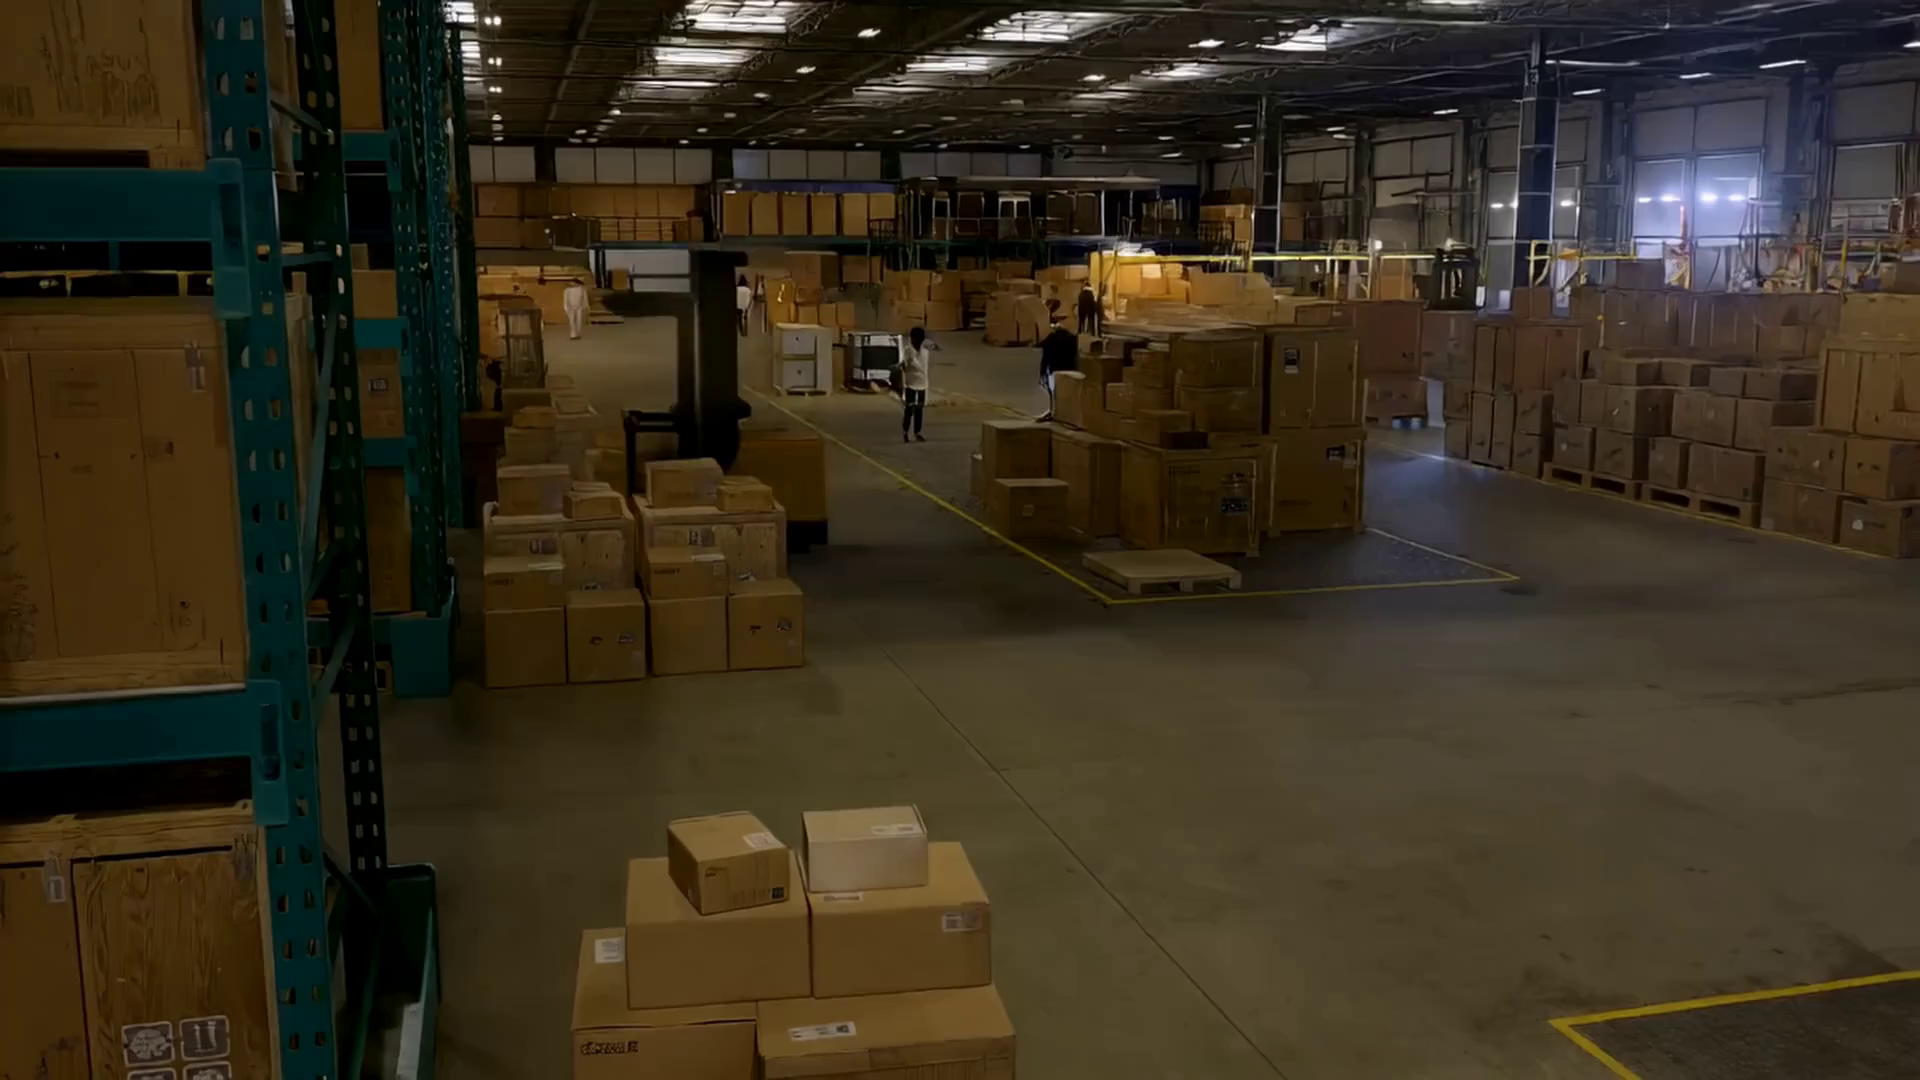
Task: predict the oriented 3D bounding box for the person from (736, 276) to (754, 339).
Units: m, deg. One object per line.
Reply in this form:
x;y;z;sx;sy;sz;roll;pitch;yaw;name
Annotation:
-6.718;-7.274;52.013;0.634;1.938;0.735;4;11;24;person

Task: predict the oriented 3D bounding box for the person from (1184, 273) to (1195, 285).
8.543;-9.026;62.165;0.531;1.866;0.595;10;14;44;person

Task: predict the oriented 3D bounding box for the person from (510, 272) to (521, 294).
-19.795;-11.071;74.119;0.499;1.726;0.384;-2;10;-14;person

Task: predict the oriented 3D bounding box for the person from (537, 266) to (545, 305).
-18.983;-11.438;75.503;0.426;1.984;0.628;-2;10;-12;person

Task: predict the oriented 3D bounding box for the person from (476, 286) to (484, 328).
-17.189;-8.317;58.914;0.845;1.592;0.506;4;11;22;person

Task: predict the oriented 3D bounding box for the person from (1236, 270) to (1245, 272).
15.711;-14.436;92.910;0.629;1.820;0.564;-5;11;-27;person

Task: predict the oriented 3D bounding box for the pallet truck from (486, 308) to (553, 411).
-6.242;-2.418;24.362;0.823;1.965;1.885;1;10;3;pallet truck

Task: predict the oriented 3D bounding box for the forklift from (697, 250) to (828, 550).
-2.252;-1.330;15.705;1.873;2.768;1.129;-2;10;-12;forklift

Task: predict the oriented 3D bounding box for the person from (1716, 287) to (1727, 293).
17.881;-5.004;39.253;0.661;1.901;0.917;2;10;10;person

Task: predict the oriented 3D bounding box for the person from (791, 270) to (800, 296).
-6.932;-10.275;69.134;0.560;1.896;0.931;0;10;0;person

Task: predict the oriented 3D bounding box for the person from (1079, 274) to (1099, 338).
4.002;-7.333;52.073;0.703;2.000;0.901;4;11;19;person

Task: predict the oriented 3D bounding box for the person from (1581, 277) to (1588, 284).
19.460;-7.313;52.312;0.608;1.913;0.608;7;12;35;person

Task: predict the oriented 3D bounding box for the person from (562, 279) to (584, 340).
-12.002;-7.156;51.589;0.663;1.862;0.959;-4;11;-22;person

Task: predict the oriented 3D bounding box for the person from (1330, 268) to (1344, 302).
18.113;-12.195;80.185;0.554;1.839;0.756;-10;14;-44;person

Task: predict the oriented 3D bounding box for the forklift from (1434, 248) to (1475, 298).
11.973;-5.695;40.421;1.129;2.768;1.873;3;10;16;forklift

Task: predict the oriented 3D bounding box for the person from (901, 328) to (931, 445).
-0.636;-2.226;24.118;0.536;1.699;0.322;-10;14;-43;person

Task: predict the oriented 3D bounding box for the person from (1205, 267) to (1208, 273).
11.431;-11.685;77.074;0.392;1.915;0.590;9;13;42;person

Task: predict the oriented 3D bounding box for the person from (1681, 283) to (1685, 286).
20.462;-6.362;47.155;0.619;1.839;0.430;-8;13;-37;person

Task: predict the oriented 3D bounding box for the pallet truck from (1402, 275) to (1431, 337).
14.620;-7.324;52.145;0.823;1.965;1.885;8;13;40;pallet truck

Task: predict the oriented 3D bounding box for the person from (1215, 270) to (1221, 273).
10.506;-10.012;67.586;0.611;1.926;0.816;10;14;44;person

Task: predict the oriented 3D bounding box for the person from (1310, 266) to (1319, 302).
17.722;-12.756;83.169;0.396;1.910;0.587;-7;12;-33;person

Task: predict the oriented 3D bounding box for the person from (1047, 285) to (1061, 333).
2.503;-5.833;44.104;0.324;1.858;0.531;-9;13;-41;person

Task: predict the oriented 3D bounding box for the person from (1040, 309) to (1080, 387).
1.526;-2.523;25.140;0.619;1.941;1.039;-7;12;-34;person
